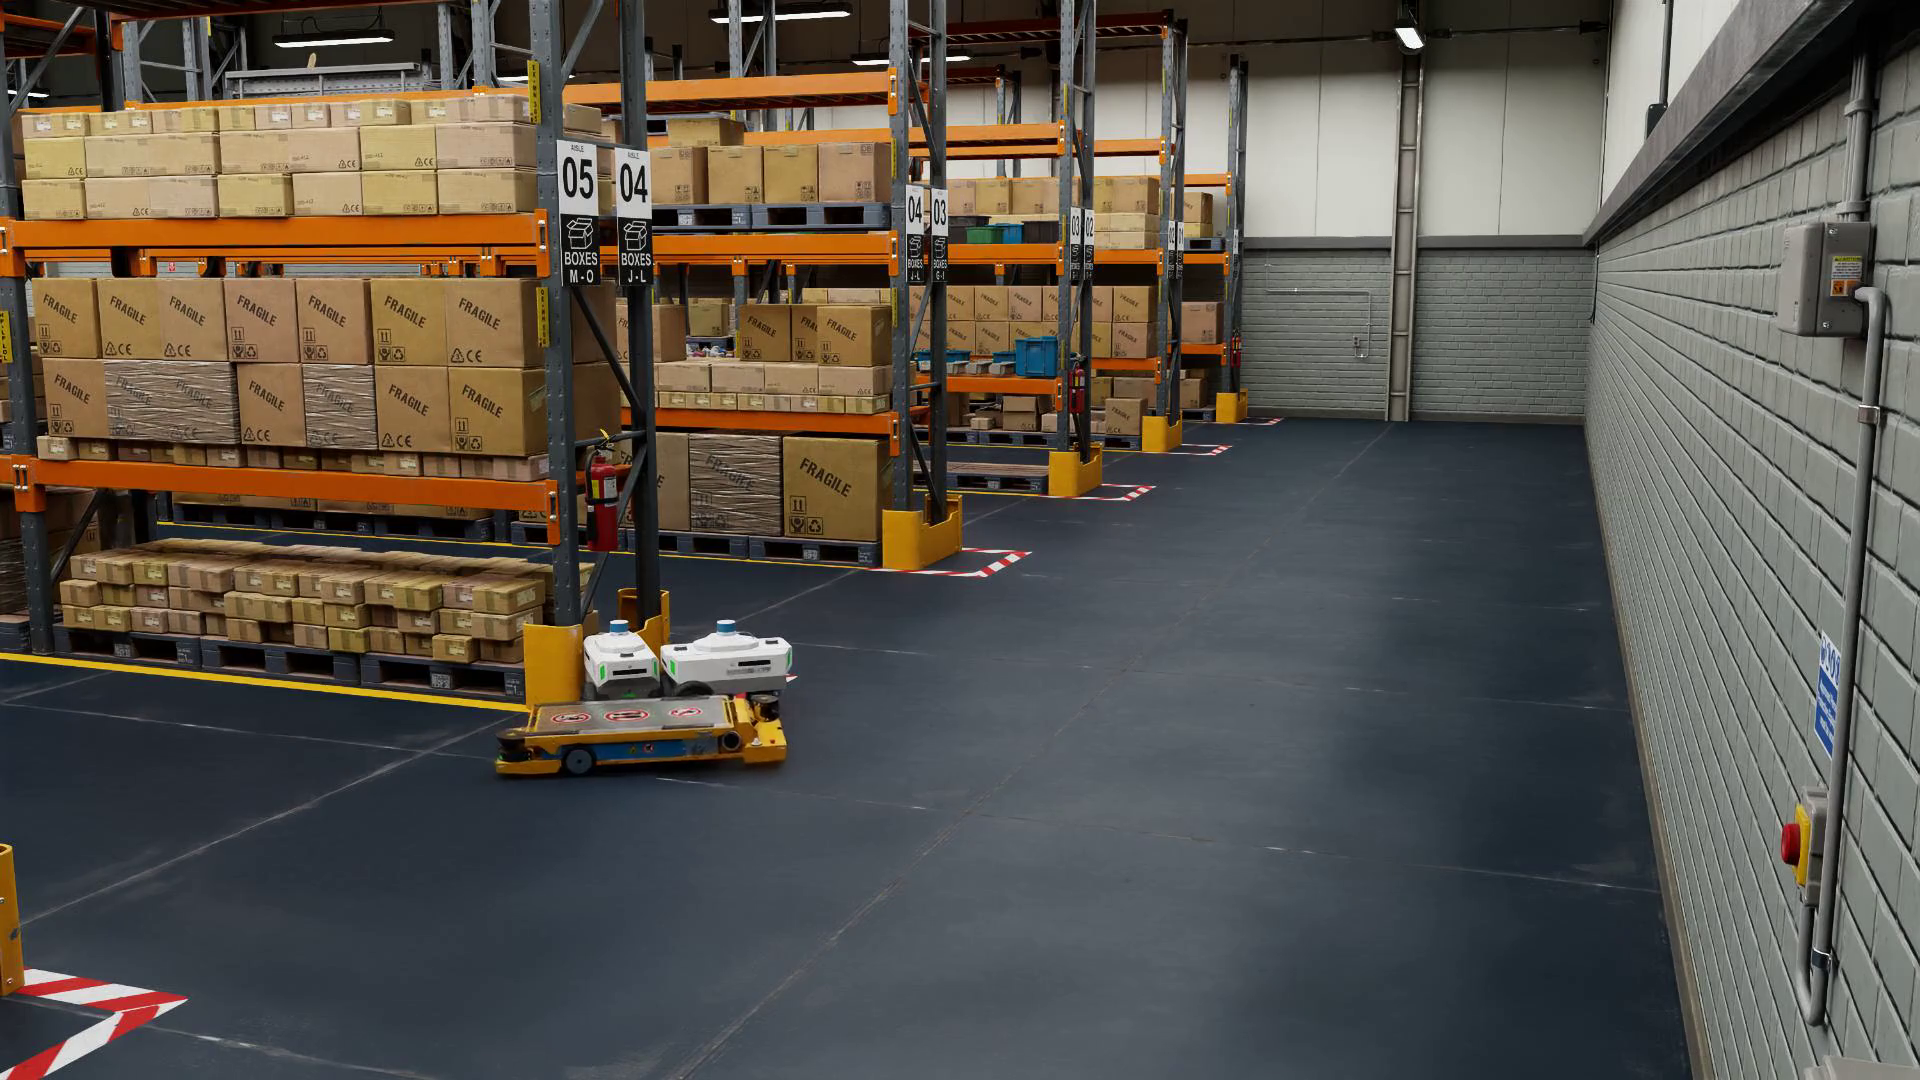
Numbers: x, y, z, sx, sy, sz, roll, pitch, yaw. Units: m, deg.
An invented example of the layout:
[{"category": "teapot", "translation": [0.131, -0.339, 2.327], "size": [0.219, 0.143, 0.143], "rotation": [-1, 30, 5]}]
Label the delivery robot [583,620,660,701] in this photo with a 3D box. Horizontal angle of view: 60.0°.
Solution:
[{"category": "delivery robot", "translation": [-1.906, 0.692, 9.332], "size": [0.477, 0.478, 0.707], "rotation": [-3, 10, -19]}]

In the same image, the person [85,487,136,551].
[{"category": "person", "translation": [-6.582, -0.355, 12.882], "size": [0.667, 1.605, 0.354], "rotation": [1, 9, 4]}]

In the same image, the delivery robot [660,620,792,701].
[{"category": "delivery robot", "translation": [-1.307, 0.692, 9.333], "size": [0.707, 0.478, 0.477], "rotation": [-3, 10, -19]}]

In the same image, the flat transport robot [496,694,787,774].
[{"category": "flat transport robot", "translation": [-1.640, 0.995, 8.618], "size": [1.431, 0.197, 0.652], "rotation": [-2, 9, -11]}]
